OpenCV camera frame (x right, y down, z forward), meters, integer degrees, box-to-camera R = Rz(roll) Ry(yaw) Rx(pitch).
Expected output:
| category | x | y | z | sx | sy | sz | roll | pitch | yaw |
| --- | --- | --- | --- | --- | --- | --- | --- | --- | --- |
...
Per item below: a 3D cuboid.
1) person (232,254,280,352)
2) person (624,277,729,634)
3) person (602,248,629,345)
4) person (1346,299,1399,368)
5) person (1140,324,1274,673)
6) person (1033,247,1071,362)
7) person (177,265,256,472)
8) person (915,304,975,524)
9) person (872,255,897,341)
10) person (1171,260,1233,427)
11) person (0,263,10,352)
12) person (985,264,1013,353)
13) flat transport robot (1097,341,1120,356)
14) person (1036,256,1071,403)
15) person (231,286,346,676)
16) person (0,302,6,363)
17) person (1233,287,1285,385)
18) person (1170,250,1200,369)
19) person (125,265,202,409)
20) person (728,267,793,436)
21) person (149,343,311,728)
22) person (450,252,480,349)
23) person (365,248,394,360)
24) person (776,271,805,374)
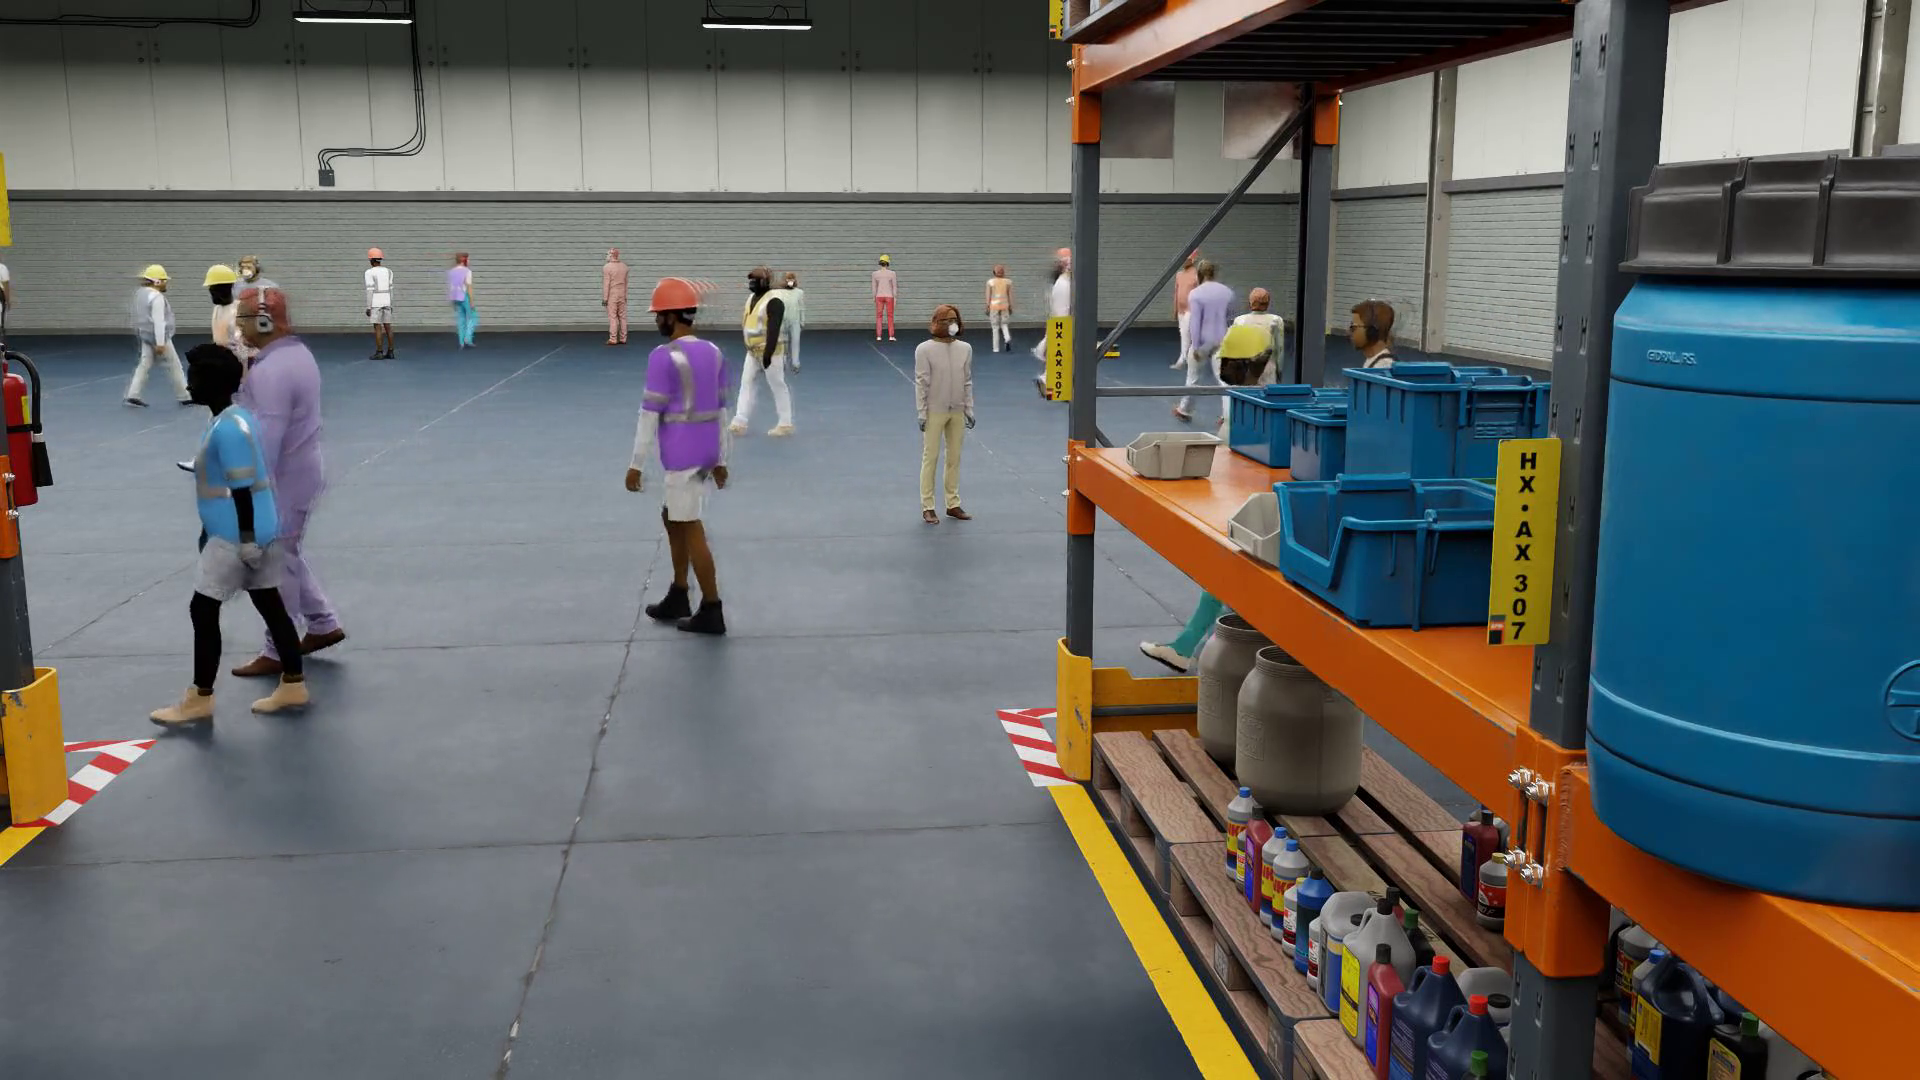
| category | x | y | z | sx | sy | sz | roll | pitch | yaw |
| --- | --- | --- | --- | --- | --- | --- | --- | --- | --- |
| person | -8.325 | -2.384 | 19.573 | 0.637 | 1.921 | 0.518 | 0 | 10 | -1 |
| person | -1.560 | -0.451 | 9.010 | 0.757 | 1.911 | 0.562 | 4 | 11 | 22 |
| person | -6.848 | -4.815 | 32.922 | 0.410 | 1.913 | 0.651 | 7 | 12 | 32 |
| person | 2.138 | -0.395 | 9.011 | 0.928 | 1.793 | 0.524 | 3 | 11 | 15 |
| person | 1.290 | -0.153 | 7.872 | 0.895 | 1.711 | 0.543 | 5 | 11 | 24 |
| person | 1.679 | -3.948 | 28.042 | 0.929 | 1.966 | 0.622 | 3 | 11 | 18 |
| person | -6.584 | -1.531 | 15.012 | 0.607 | 1.871 | 0.986 | 7 | 13 | 35 |
| person | -0.109 | -0.946 | 12.469 | 0.502 | 1.636 | 0.280 | -7 | 12 | -34 |
| person | -1.540 | -4.951 | 34.068 | 0.522 | 1.769 | 0.312 | 1 | 10 | 7 |
| person | 2.797 | -2.222 | 18.832 | 0.623 | 1.876 | 1.058 | -5 | 11 | -25 |
| person | -17.908 | -4.474 | 30.697 | 0.700 | 2.000 | 0.644 | -3 | 11 | -17 |
| person | 0.714 | -4.254 | 30.621 | 0.516 | 1.628 | 0.383 | -3 | 11 | -17 |
| flat transport robot | 2.445 | -3.440 | 29.887 | 0.652 | 0.197 | 1.431 | -1 | 10 | -4 |
| person | 1.347 | -2.685 | 21.292 | 0.582 | 1.890 | 0.663 | 3 | 11 | 16 |
| person | -3.344 | -0.279 | 8.095 | 0.458 | 1.898 | 0.687 | -2 | 11 | -11 |
| person | -10.070 | -1.885 | 17.036 | 0.536 | 1.852 | 0.704 | -2 | 11 | -13 |
| person | 2.911 | -1.642 | 16.286 | 0.524 | 1.639 | 0.310 | 1 | 10 | 3 |
| person | 3.757 | -3.764 | 27.015 | 0.858 | 1.970 | 0.626 | -8 | 13 | -36 |
| person | -10.015 | -2.524 | 20.719 | 0.596 | 1.793 | 0.919 | 9 | 14 | 40 |
| person | -2.183 | -1.992 | 17.729 | 0.879 | 1.803 | 0.670 | -7 | 13 | -36 |
| person | -3.268 | -0.020 | 7.290 | 0.754 | 1.667 | 0.538 | -3 | 11 | -17 |
| person | -9.411 | -4.536 | 31.590 | 0.606 | 1.830 | 0.482 | 7 | 13 | 35 |
| person | -10.092 | -4.095 | 28.891 | 0.347 | 1.943 | 0.544 | 6 | 12 | 30 |
| person | -2.710 | -3.445 | 26.285 | 0.513 | 1.593 | 0.839 | -3 | 11 | -16 |
